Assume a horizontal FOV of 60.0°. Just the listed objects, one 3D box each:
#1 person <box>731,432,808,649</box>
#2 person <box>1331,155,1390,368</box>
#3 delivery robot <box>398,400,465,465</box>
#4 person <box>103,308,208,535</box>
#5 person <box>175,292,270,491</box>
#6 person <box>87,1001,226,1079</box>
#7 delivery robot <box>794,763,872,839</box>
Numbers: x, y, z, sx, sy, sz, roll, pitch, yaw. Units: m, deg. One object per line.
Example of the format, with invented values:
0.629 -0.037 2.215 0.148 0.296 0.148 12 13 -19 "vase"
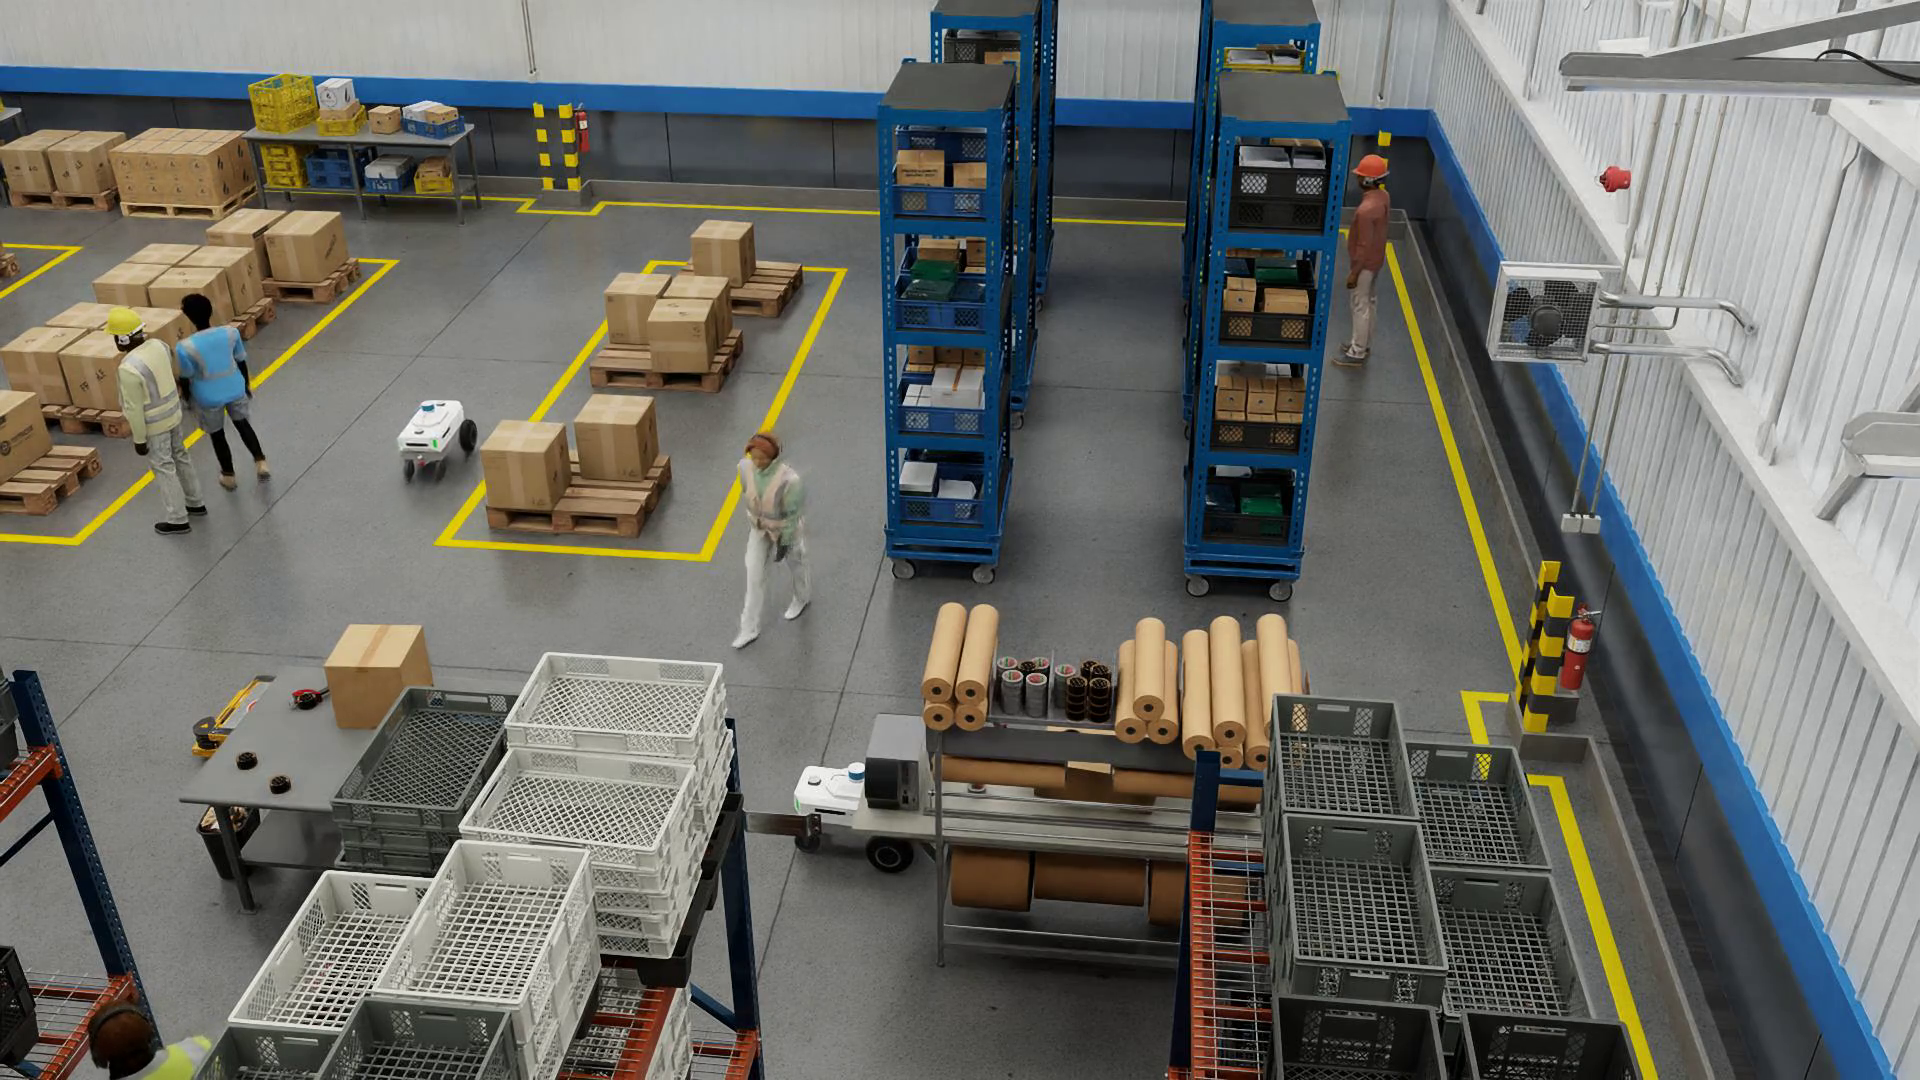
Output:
-1.304 -0.034 11.395 0.500 1.580 0.867 13 33 21 "person"
3.721 -2.574 15.366 0.395 1.994 0.612 16 34 25 "person"
-4.403 -0.923 13.862 0.477 0.478 0.707 2 30 3 "delivery robot"
-6.148 -0.914 12.687 0.403 1.824 0.595 2 30 3 "person"
-5.918 -1.173 13.257 0.378 1.687 0.544 21 36 32 "person"
-3.174 2.572 6.683 0.429 1.840 0.637 22 37 33 "person"
-0.595 1.515 9.674 0.707 0.478 0.477 6 31 10 "delivery robot"
